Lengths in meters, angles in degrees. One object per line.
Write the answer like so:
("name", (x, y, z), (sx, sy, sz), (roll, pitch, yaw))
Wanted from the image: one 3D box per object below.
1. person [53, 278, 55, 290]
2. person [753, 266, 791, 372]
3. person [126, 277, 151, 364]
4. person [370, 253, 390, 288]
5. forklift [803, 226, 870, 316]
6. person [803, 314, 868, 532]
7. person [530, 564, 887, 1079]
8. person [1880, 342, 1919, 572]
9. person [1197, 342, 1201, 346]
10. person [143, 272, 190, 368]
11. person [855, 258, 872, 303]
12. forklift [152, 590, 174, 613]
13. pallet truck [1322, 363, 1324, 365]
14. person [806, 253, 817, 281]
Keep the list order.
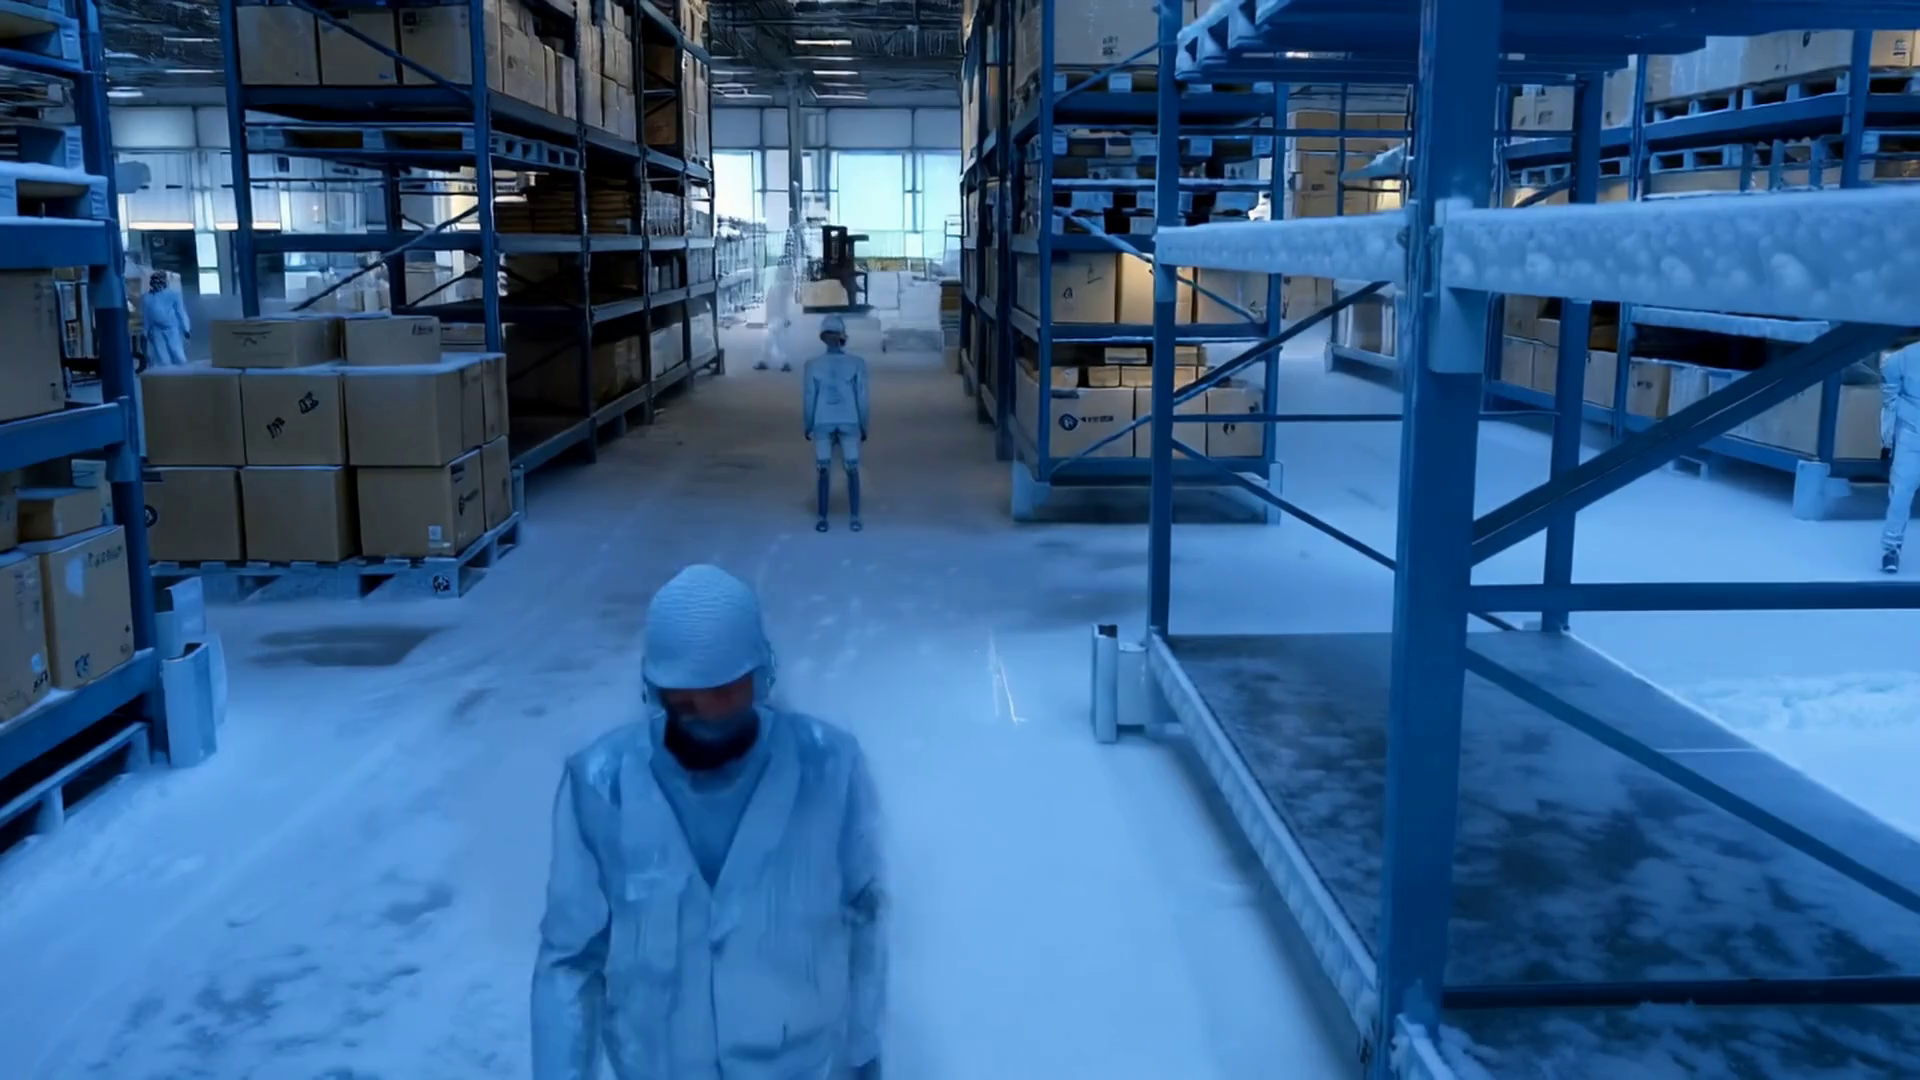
("person", (-20.528, -5.285, 37.134), (0.393, 1.965, 0.652), (9, 14, 41))
("person", (-3.396, -4.021, 30.242), (0.932, 1.895, 0.636), (9, 14, 41))
("person", (-15.611, -4.176, 31.713), (0.531, 1.682, 0.611), (-5, 11, -26))
("person", (-15.979, -6.905, 45.926), (0.536, 2.000, 0.676), (-1, 10, -3))
("forklift", (-3.942, -8.511, 52.534), (1.873, 2.768, 1.129), (-9, 13, -40))
("person", (-1.006, -0.938, 13.451), (0.523, 1.769, 0.314), (-1, 10, -5))
("person", (-0.446, 0.936, 2.946), (0.625, 1.783, 0.914), (0, 10, -2))
("person", (6.857, -0.695, 11.746), (0.645, 1.898, 0.396), (4, 11, 23))
("person", (4.839, -5.026, 35.667), (0.823, 1.972, 0.622), (-8, 13, -36))
("person", (-12.562, -3.312, 26.386), (0.657, 1.876, 0.575), (-1, 10, -4))
("person", (-3.259, -8.798, 57.175), (0.646, 1.793, 0.954), (-7, 12, -34))
("forklift", (-5.858, -0.811, 9.639), (1.873, 2.768, 1.129), (-1, 10, -3))
("pallet truck", (7.712, -4.157, 30.737), (1.885, 1.965, 0.823), (3, 11, 16))
("person", (-5.475, -9.604, 61.296), (0.400, 1.926, 0.652), (-4, 11, -20))
